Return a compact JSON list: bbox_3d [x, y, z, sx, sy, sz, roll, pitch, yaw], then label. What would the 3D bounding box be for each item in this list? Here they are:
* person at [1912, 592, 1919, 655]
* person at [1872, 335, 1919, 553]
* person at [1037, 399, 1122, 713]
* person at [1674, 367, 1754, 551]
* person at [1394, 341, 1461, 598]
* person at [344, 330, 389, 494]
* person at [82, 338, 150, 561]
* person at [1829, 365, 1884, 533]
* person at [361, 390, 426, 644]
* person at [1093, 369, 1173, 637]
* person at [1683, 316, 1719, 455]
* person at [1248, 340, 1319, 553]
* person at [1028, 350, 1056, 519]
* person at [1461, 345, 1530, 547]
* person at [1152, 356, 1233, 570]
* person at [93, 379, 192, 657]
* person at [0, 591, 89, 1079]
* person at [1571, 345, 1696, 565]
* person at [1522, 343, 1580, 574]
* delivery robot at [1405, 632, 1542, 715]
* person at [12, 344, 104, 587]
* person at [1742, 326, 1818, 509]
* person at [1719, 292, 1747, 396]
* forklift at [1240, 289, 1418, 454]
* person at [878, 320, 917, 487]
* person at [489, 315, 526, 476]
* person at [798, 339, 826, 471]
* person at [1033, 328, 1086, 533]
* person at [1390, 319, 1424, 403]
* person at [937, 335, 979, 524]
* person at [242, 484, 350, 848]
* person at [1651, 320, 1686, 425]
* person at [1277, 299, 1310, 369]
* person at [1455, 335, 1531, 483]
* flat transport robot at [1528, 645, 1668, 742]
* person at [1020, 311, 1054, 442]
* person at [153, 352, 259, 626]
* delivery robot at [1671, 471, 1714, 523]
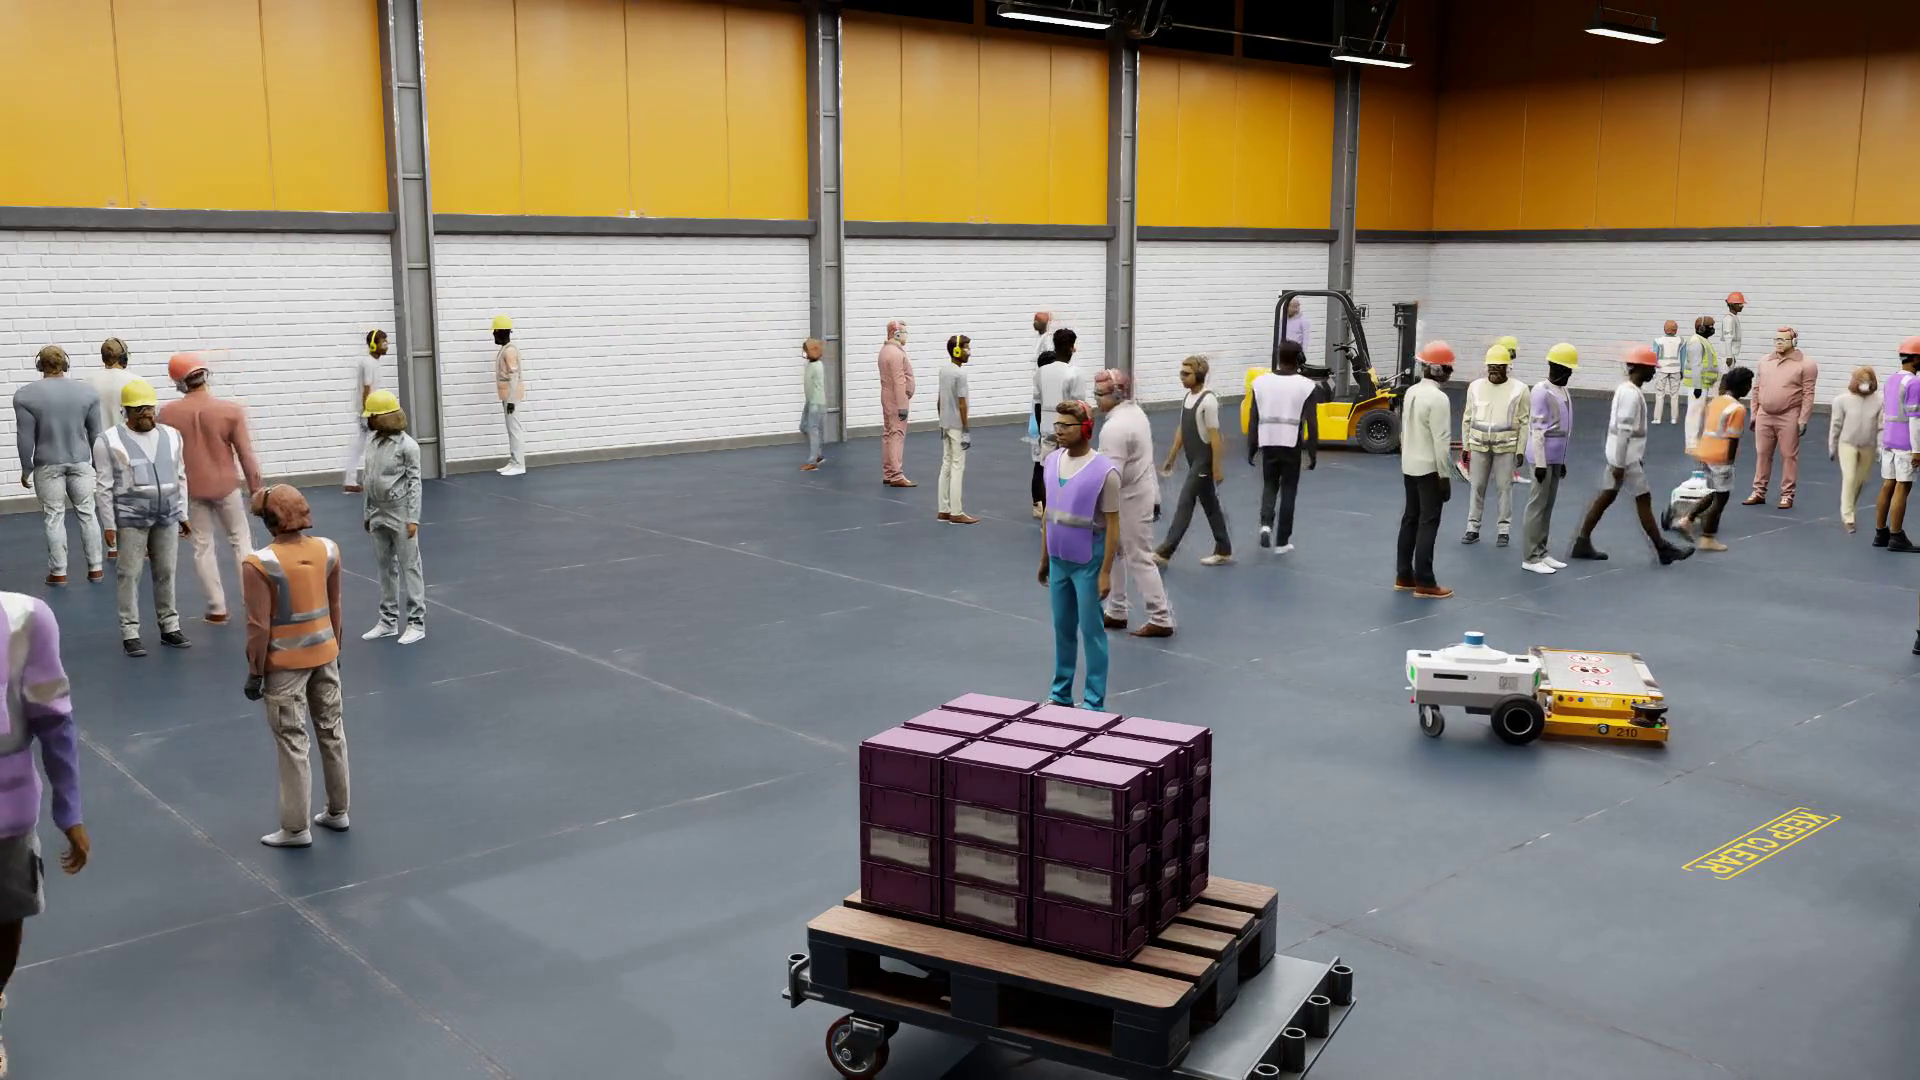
[{"bbox_3d":[6.451,-0.153,10.763,0.374,1.928,0.542,4,10,22],"label":"person"},{"bbox_3d":[8.461,-0.862,14.887,0.355,1.938,0.544,1,10,3],"label":"person"},{"bbox_3d":[0.670,0.130,9.342,0.390,1.848,0.563,-8,12,-38],"label":"person"},{"bbox_3d":[6.768,-0.720,14.850,0.475,1.664,0.545,0,10,-1],"label":"person"},{"bbox_3d":[3.628,-0.542,12.910,0.391,1.987,0.657,-2,10,-12],"label":"person"},{"bbox_3d":[-6.547,-1.402,18.426,0.677,1.826,0.514,-3,10,-18],"label":"person"},{"bbox_3d":[-7.236,-0.773,14.366,0.629,1.940,0.373,1,10,7],"label":"person"},{"bbox_3d":[8.666,-0.900,16.094,0.491,1.603,0.739,2,10,14],"label":"person"},{"bbox_3d":[-3.890,-0.156,11.345,0.483,1.736,0.311,5,11,27],"label":"person"},{"bbox_3d":[1.142,-0.247,11.504,0.778,1.865,0.664,2,10,14],"label":"person"},{"bbox_3d":[9.867,-2.056,22.160,0.429,1.844,0.627,5,11,29],"label":"person"},{"bbox_3d":[2.872,-0.825,14.782,0.624,1.898,0.449,5,11,28],"label":"person"},{"bbox_3d":[0.856,-1.062,16.766,0.321,1.695,0.530,1,10,8],"label":"person"},{"bbox_3d":[4.866,-0.857,15.168,0.590,1.833,0.403,5,11,29],"label":"person"},{"bbox_3d":[1.928,-0.647,14.026,0.938,1.795,0.521,-2,10,-10],"label":"person"},{"bbox_3d":[-5.403,-0.156,11.061,0.403,1.832,0.593,8,12,39],"label":"person"},{"bbox_3d":[-2.977,0.809,4.951,0.603,2.006,1.005,-8,13,-40],"label":"person"},{"bbox_3d":[5.792,-0.726,14.270,1.008,1.874,0.556,3,10,16],"label":"person"},{"bbox_3d":[4.946,-0.685,13.916,0.389,1.916,0.585,8,12,38],"label":"person"},{"bbox_3d":[2.833,0.752,9.208,0.707,0.478,0.477,2,10,13],"label":"delivery robot"},{"bbox_3d":[-7.187,-0.595,13.320,0.633,1.938,0.356,-8,13,-40],"label":"person"},{"bbox_3d":[8.590,-1.284,17.449,0.409,1.909,0.641,-8,12,-38],"label":"person"},{"bbox_3d":[12.842,-3.101,27.687,0.378,2.044,0.607,5,11,27],"label":"person"},{"bbox_3d":[5.034,-2.339,22.783,2.313,2.155,1.214,3,10,16],"label":"forklift"},{"bbox_3d":[-0.715,-1.564,19.090,0.411,1.908,0.643,-3,10,-17],"label":"person"},{"bbox_3d":[-5.446,-1.738,20.046,0.384,1.928,0.588,-3,10,-19],"label":"person"},{"bbox_3d":[-1.843,-1.668,20.499,0.361,1.624,0.547,-4,10,-21],"label":"person"},{"bbox_3d":[0.969,-1.023,15.759,0.603,1.962,0.368,8,13,40],"label":"person"},{"bbox_3d":[8.000,-3.327,29.662,1.014,1.827,0.587,-5,11,-25],"label":"person"},{"bbox_3d":[-0.041,-1.089,16.436,0.327,1.864,0.514,-5,11,-27],"label":"person"},{"bbox_3d":[-2.966,0.559,7.443,0.309,1.640,0.513,5,11,26],"label":"person"},{"bbox_3d":[11.080,-2.618,26.039,0.525,1.639,0.307,1,10,8],"label":"person"},{"bbox_3d":[5.828,-3.288,29.262,0.480,1.884,0.725,-8,13,-39],"label":"person"},{"bbox_3d":[6.215,-1.510,19.276,0.821,1.736,0.534,2,10,14],"label":"person"},{"bbox_3d":[3.668,0.865,9.651,0.652,0.197,1.431,3,10,15],"label":"flat transport robot"},{"bbox_3d":[1.242,-2.318,23.624,0.731,1.861,0.577,-2,10,-9],"label":"person"},{"bbox_3d":[-5.367,-0.342,11.905,0.681,1.928,0.391,-4,10,-20],"label":"person"},{"bbox_3d":[7.118,-0.421,16.075,0.477,0.478,0.707,6,12,33],"label":"delivery robot"}]
